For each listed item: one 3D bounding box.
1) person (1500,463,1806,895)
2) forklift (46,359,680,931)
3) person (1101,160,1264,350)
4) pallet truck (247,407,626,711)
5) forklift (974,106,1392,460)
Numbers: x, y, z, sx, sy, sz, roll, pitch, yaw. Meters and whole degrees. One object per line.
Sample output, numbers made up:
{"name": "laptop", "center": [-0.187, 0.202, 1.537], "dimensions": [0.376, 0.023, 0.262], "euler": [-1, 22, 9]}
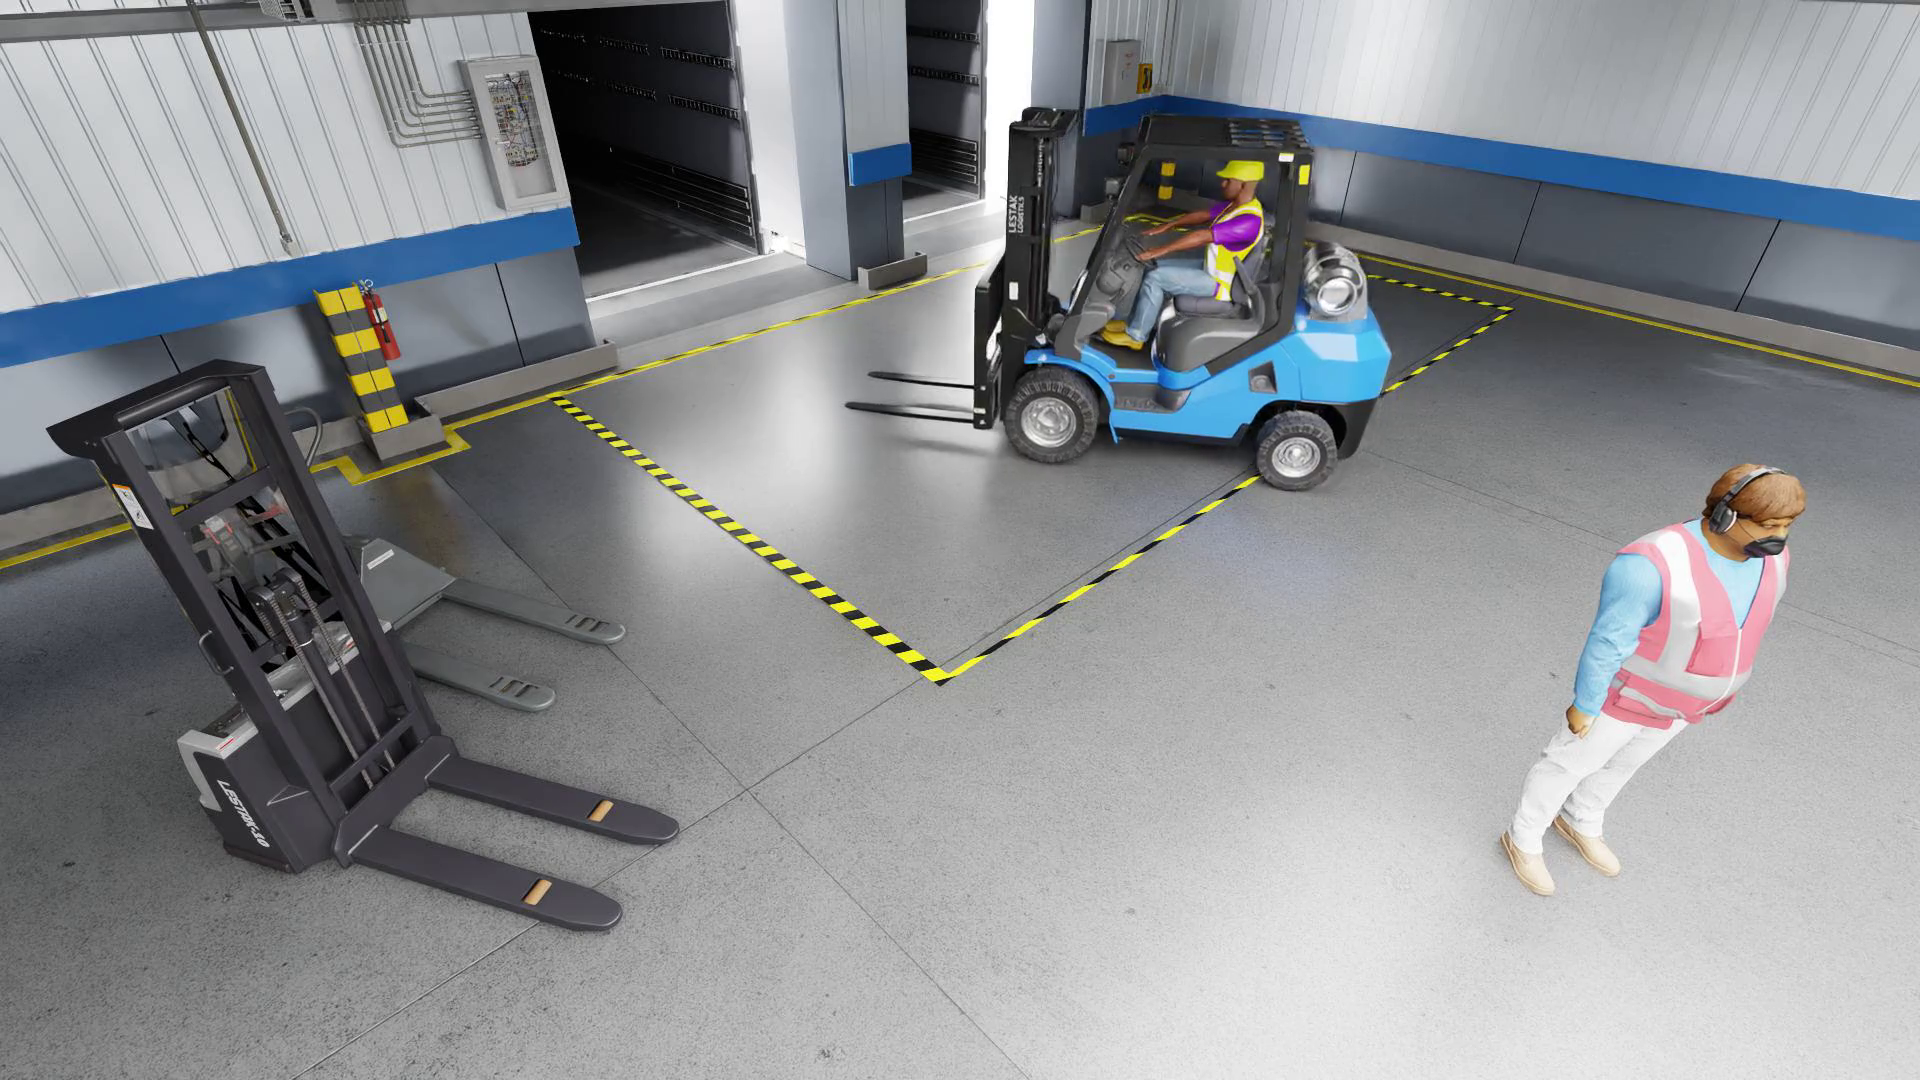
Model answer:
{"name": "person", "center": [2.477, 0.551, 3.301], "dimensions": [0.621, 1.844, 0.429], "euler": [-8, 35, -11]}
{"name": "forklift", "center": [-2.135, 0.422, 3.354], "dimensions": [1.885, 1.965, 0.823], "euler": [10, 35, 14]}
{"name": "person", "center": [1.468, -1.920, 6.149], "dimensions": [1.004, 1.293, 0.635], "euler": [7, 35, 10]}
{"name": "pallet truck", "center": [-2.628, 0.038, 4.590], "dimensions": [1.601, 1.201, 0.680], "euler": [12, 36, 18]}
{"name": "forklift", "center": [1.525, -1.754, 6.238], "dimensions": [2.680, 2.036, 1.157], "euler": [7, 35, 10]}
